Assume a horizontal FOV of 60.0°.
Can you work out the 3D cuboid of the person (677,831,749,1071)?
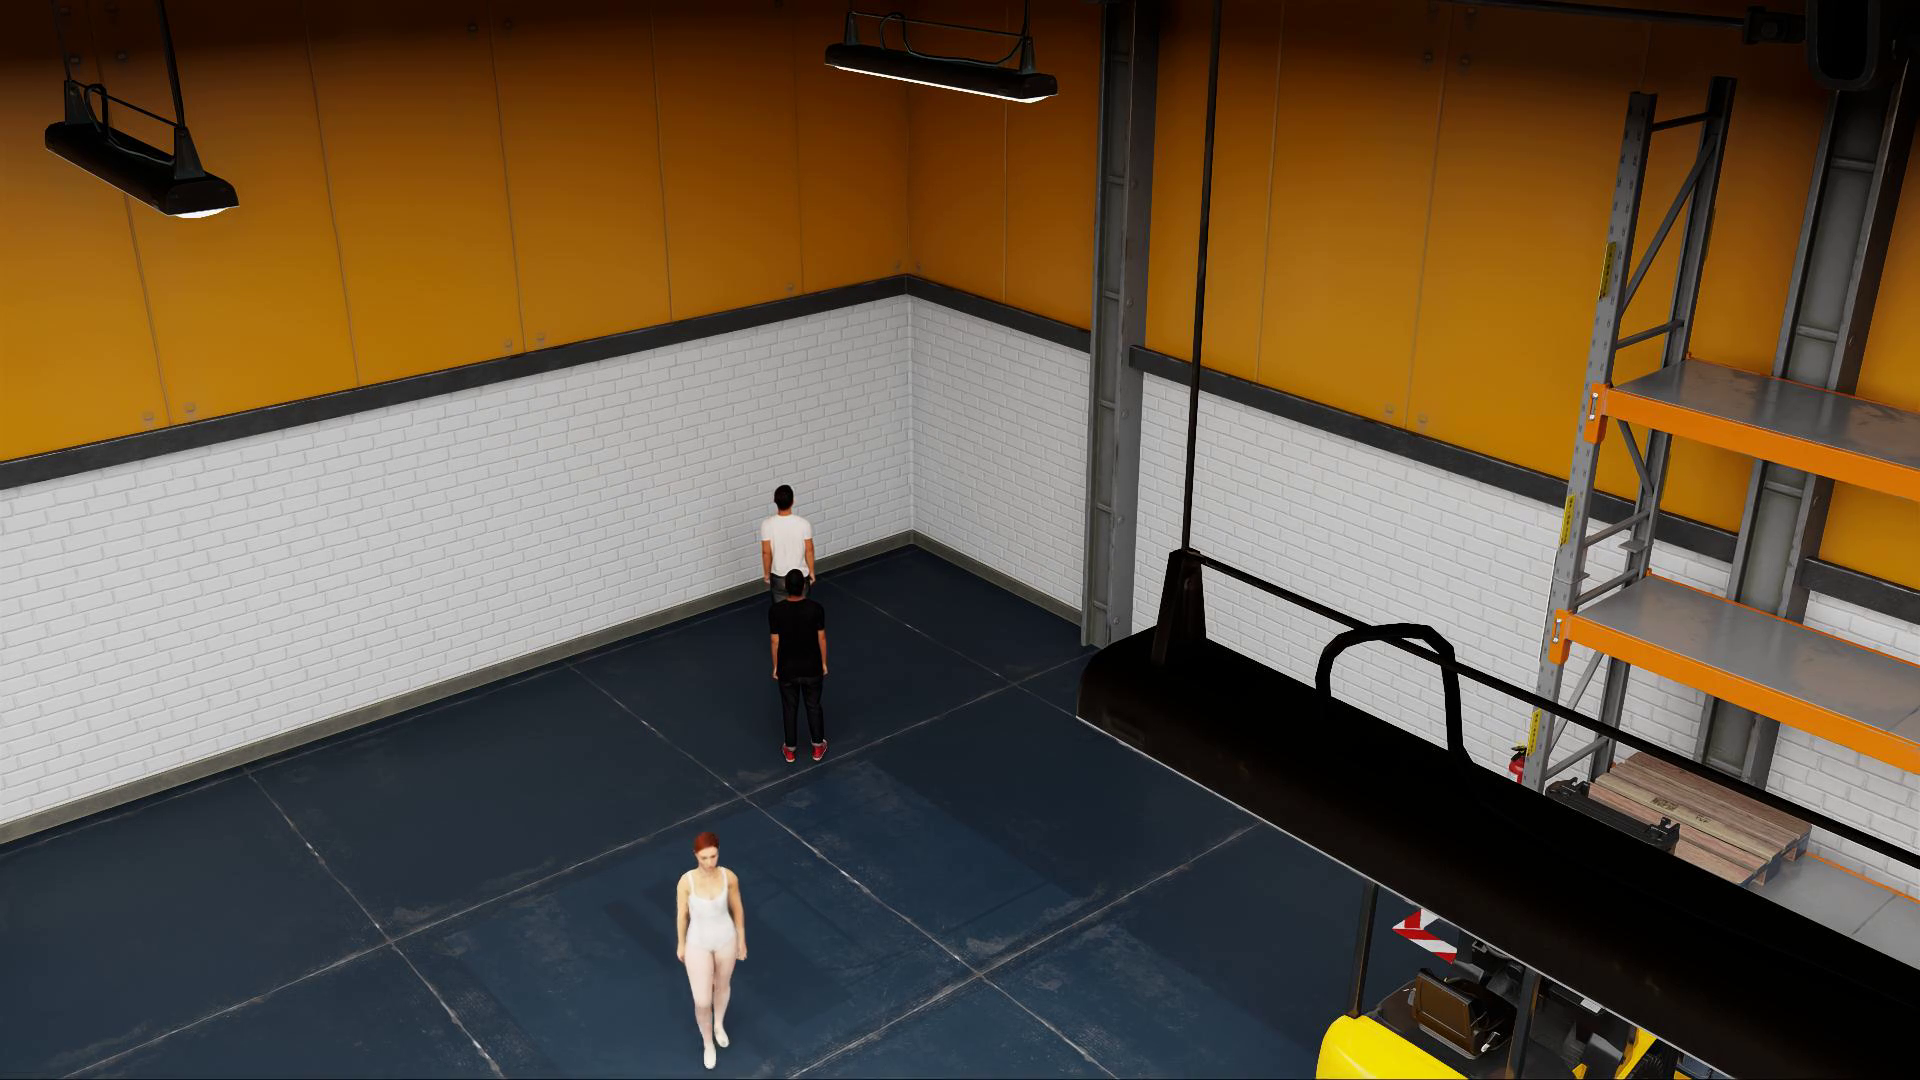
[{"bbox_3d":[-1.612,2.544,10.683,0.692,1.631,0.757,-8,25,-19],"label":"person"}]

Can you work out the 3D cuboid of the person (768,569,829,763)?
[{"bbox_3d":[-1.344,1.048,13.946,0.730,1.758,0.759,-2,24,-5],"label":"person"}]

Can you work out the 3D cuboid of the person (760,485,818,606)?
[{"bbox_3d":[-1.596,0.332,15.528,0.722,1.804,0.754,0,24,-1],"label":"person"}]
